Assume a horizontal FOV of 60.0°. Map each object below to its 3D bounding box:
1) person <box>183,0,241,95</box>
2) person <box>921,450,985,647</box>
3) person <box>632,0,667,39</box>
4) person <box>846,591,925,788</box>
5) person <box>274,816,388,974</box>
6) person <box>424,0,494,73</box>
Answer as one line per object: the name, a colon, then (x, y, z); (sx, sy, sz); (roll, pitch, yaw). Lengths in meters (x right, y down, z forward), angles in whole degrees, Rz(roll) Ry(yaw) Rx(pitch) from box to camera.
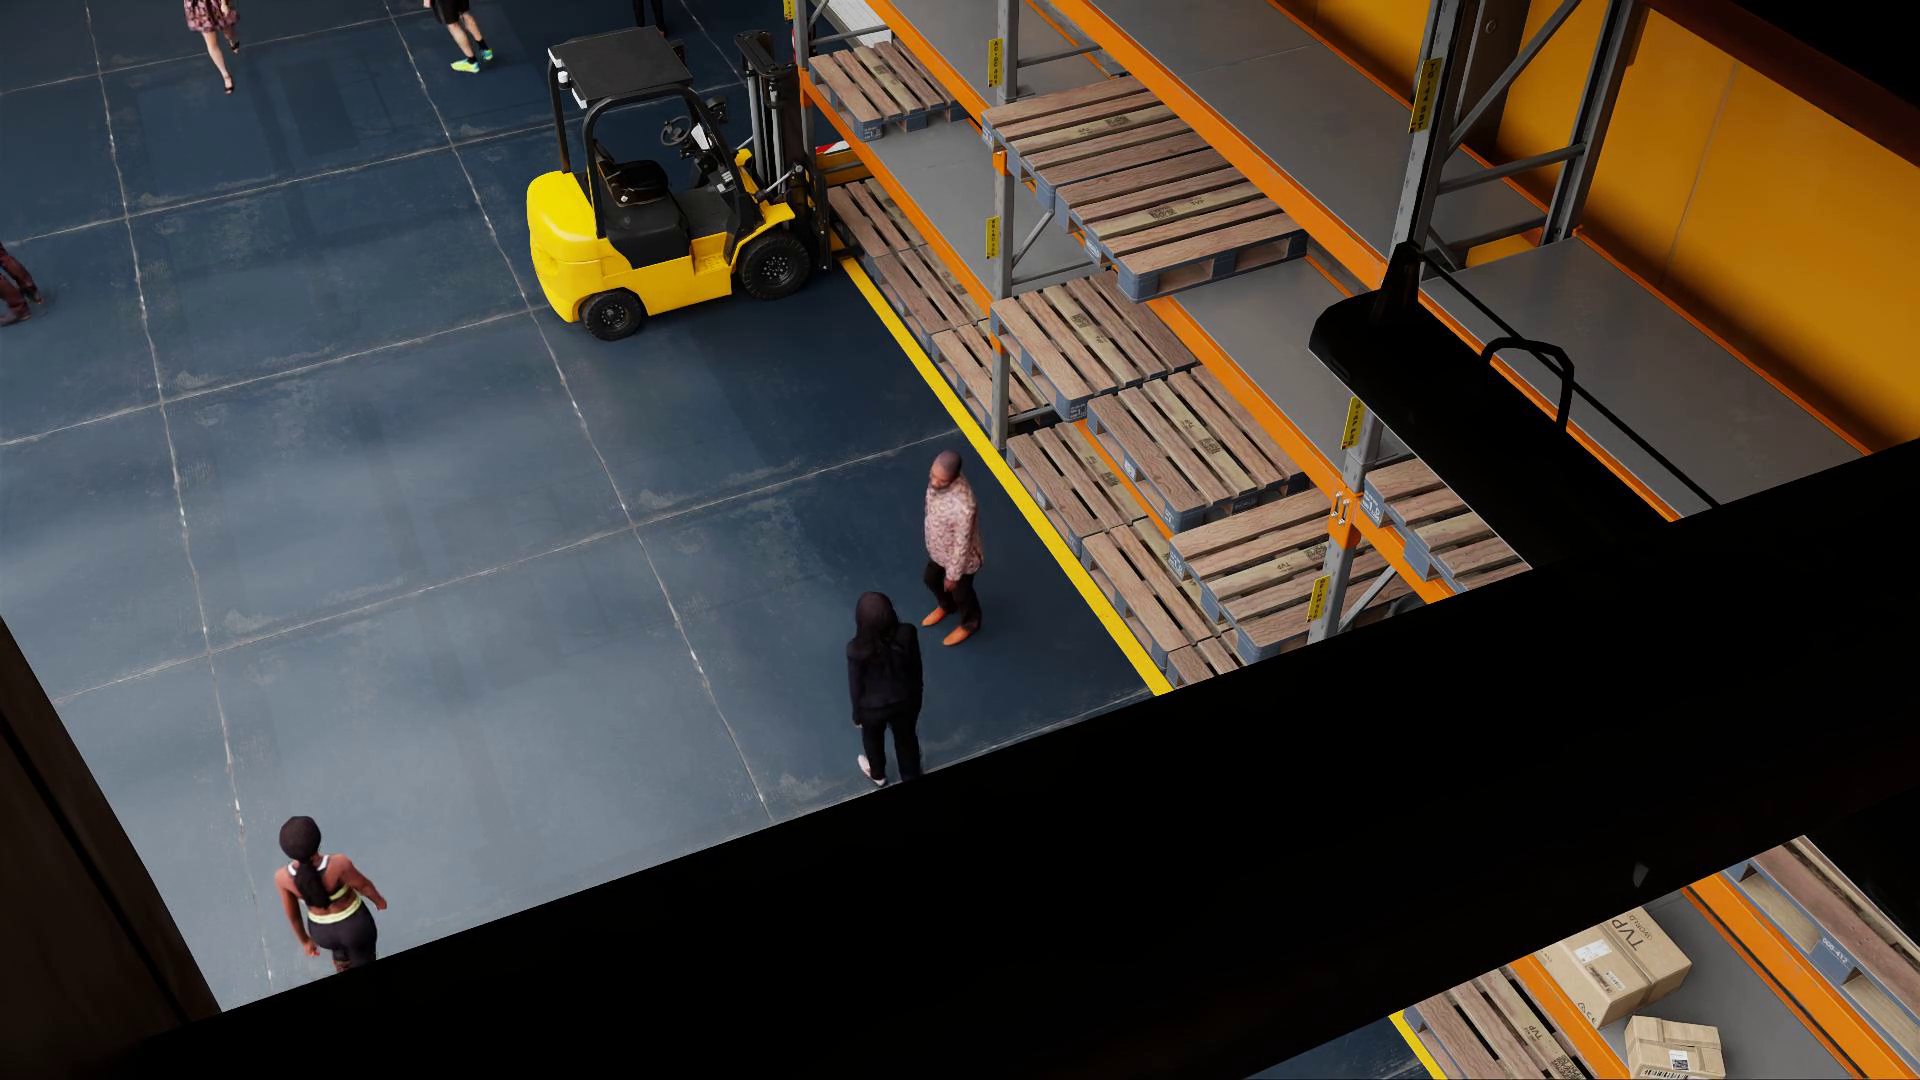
person: (-7.459, -5.343, 16.521); (0.777, 1.758, 0.996); (-6, 44, -7)
person: (-0.008, 0.016, 10.883); (0.785, 1.775, 0.582); (-10, 45, -10)
person: (-3.338, -6.083, 17.210); (0.690, 1.878, 0.538); (-16, 46, -16)
person: (-0.423, 0.984, 9.994); (0.666, 1.599, 0.695); (-18, 47, -18)
person: (-3.243, 2.109, 8.712); (0.657, 1.739, 0.711); (-5, 44, -5)
person: (-5.130, -5.551, 16.671); (0.907, 1.852, 0.900); (30, 51, 28)
